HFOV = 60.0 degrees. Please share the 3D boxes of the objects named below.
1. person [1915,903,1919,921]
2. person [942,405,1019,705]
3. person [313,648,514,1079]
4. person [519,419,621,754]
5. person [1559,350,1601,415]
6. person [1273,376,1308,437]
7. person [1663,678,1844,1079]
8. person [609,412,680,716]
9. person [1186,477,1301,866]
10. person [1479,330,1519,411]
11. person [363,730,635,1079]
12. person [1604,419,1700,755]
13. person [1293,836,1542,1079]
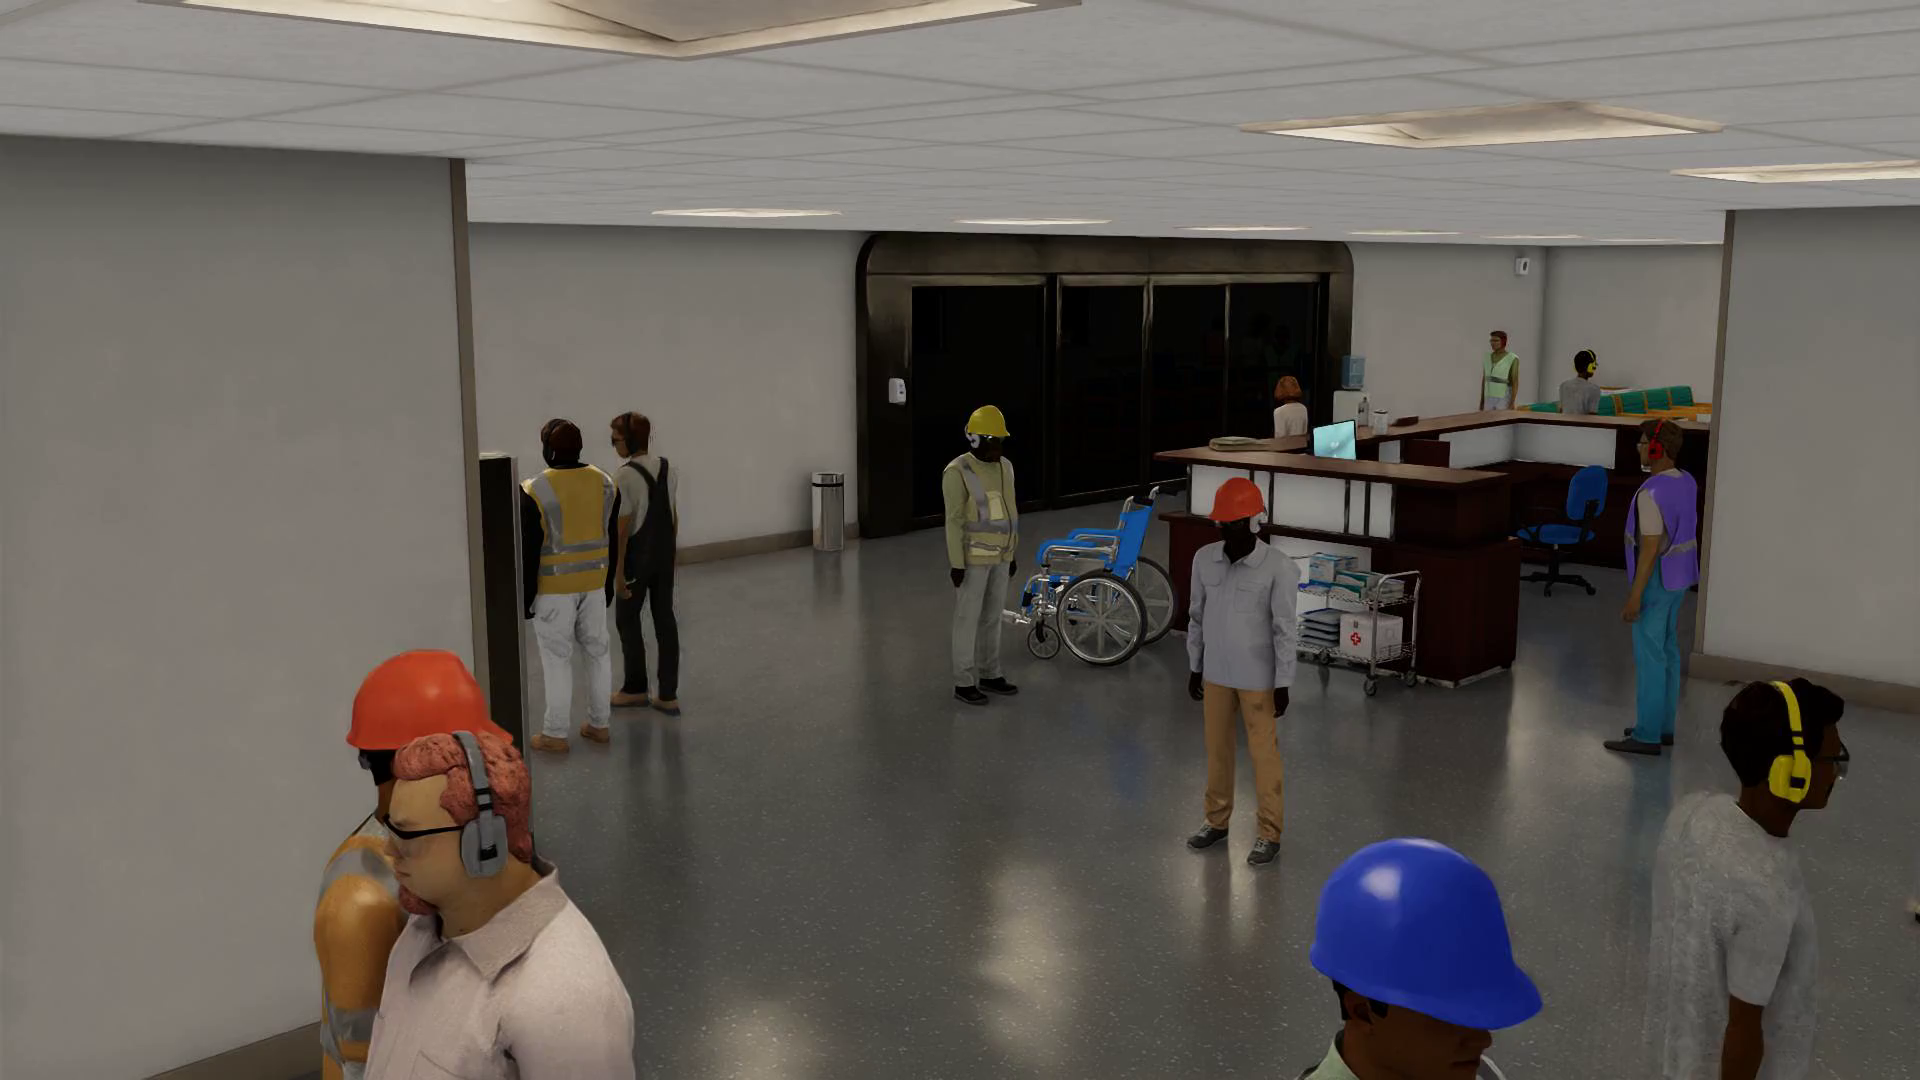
[{"bbox_3d":[4.190,0.756,6.414,0.534,1.739,0.819,-7,12,-37],"label":"person"},{"bbox_3d":[0.153,0.085,10.228,0.404,1.828,0.602,7,12,39],"label":"person"},{"bbox_3d":[-1.055,1.164,3.324,0.383,1.933,0.547,0,9,-3],"label":"person"},{"bbox_3d":[-2.170,0.252,9.173,0.429,1.846,0.625,9,13,43],"label":"person"},{"bbox_3d":[6.156,-0.961,16.577,0.330,1.861,0.505,-5,11,-29],"label":"person"},{"bbox_3d":[3.160,-0.761,16.021,0.503,1.632,0.271,-9,13,-44],"label":"person"},{"bbox_3d":[1.623,1.172,3.576,0.954,1.836,0.520,1,9,4],"label":"person"},{"bbox_3d":[-1.871,0.134,9.954,0.554,1.816,0.622,8,12,39],"label":"person"},{"bbox_3d":[1.244,0.581,7.464,0.563,1.742,0.361,8,13,42],"label":"person"},{"bbox_3d":[7.162,-1.860,22.112,0.373,1.843,0.570,-5,11,-30],"label":"person"},{"bbox_3d":[-0.809,1.253,2.836,0.408,1.906,0.653,-7,12,-38],"label":"person"},{"bbox_3d":[3.820,0.261,9.110,0.390,1.846,0.564,8,12,41],"label":"person"},{"bbox_3d":[0.543,1.329,2.237,0.605,1.949,0.402,-8,13,-42],"label":"person"}]
